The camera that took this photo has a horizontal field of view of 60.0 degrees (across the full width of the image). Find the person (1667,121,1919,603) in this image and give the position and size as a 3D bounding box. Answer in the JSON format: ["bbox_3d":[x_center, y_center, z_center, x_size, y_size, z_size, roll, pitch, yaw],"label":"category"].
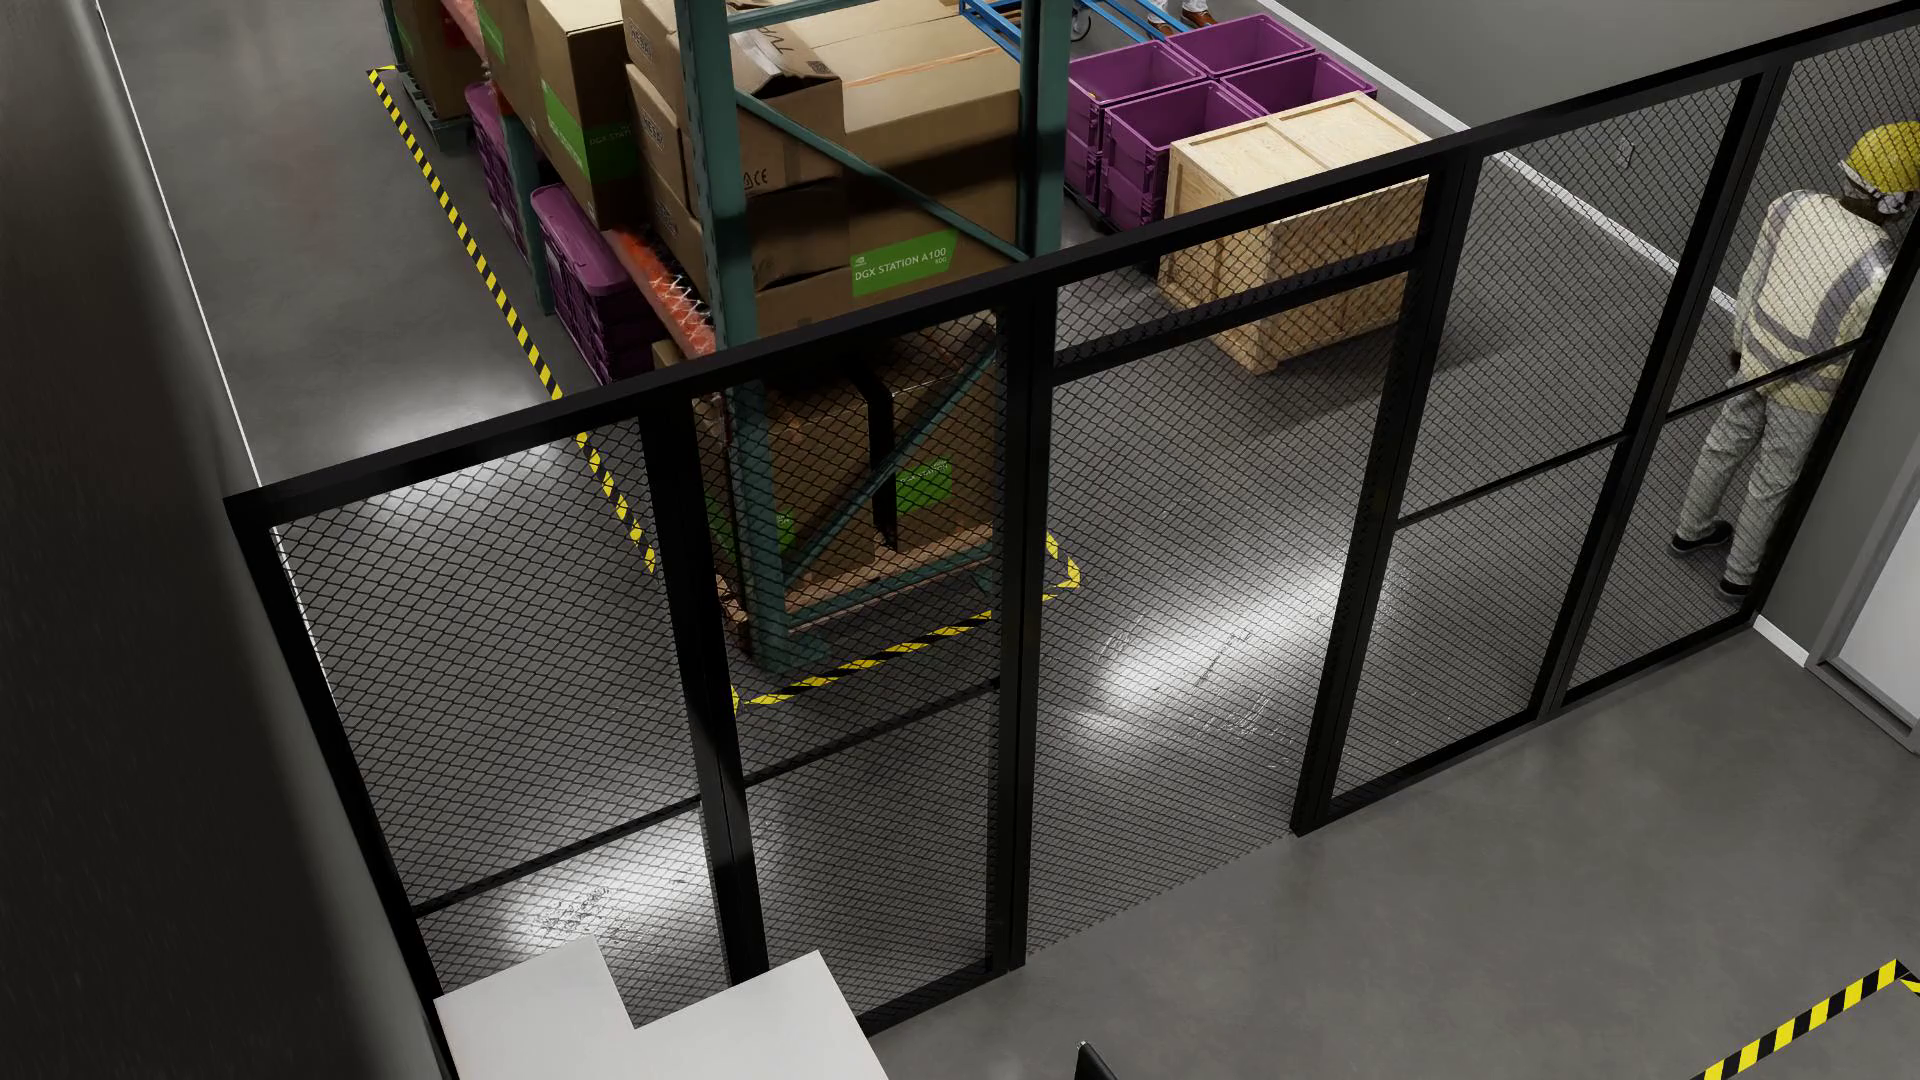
[{"bbox_3d":[2.857,-0.581,5.658,0.404,1.834,0.591,-13,44,-14],"label":"person"}]

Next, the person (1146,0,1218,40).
[{"bbox_3d":[1.283,-3.630,8.916,0.627,1.941,0.373,-21,46,-21],"label":"person"}]
